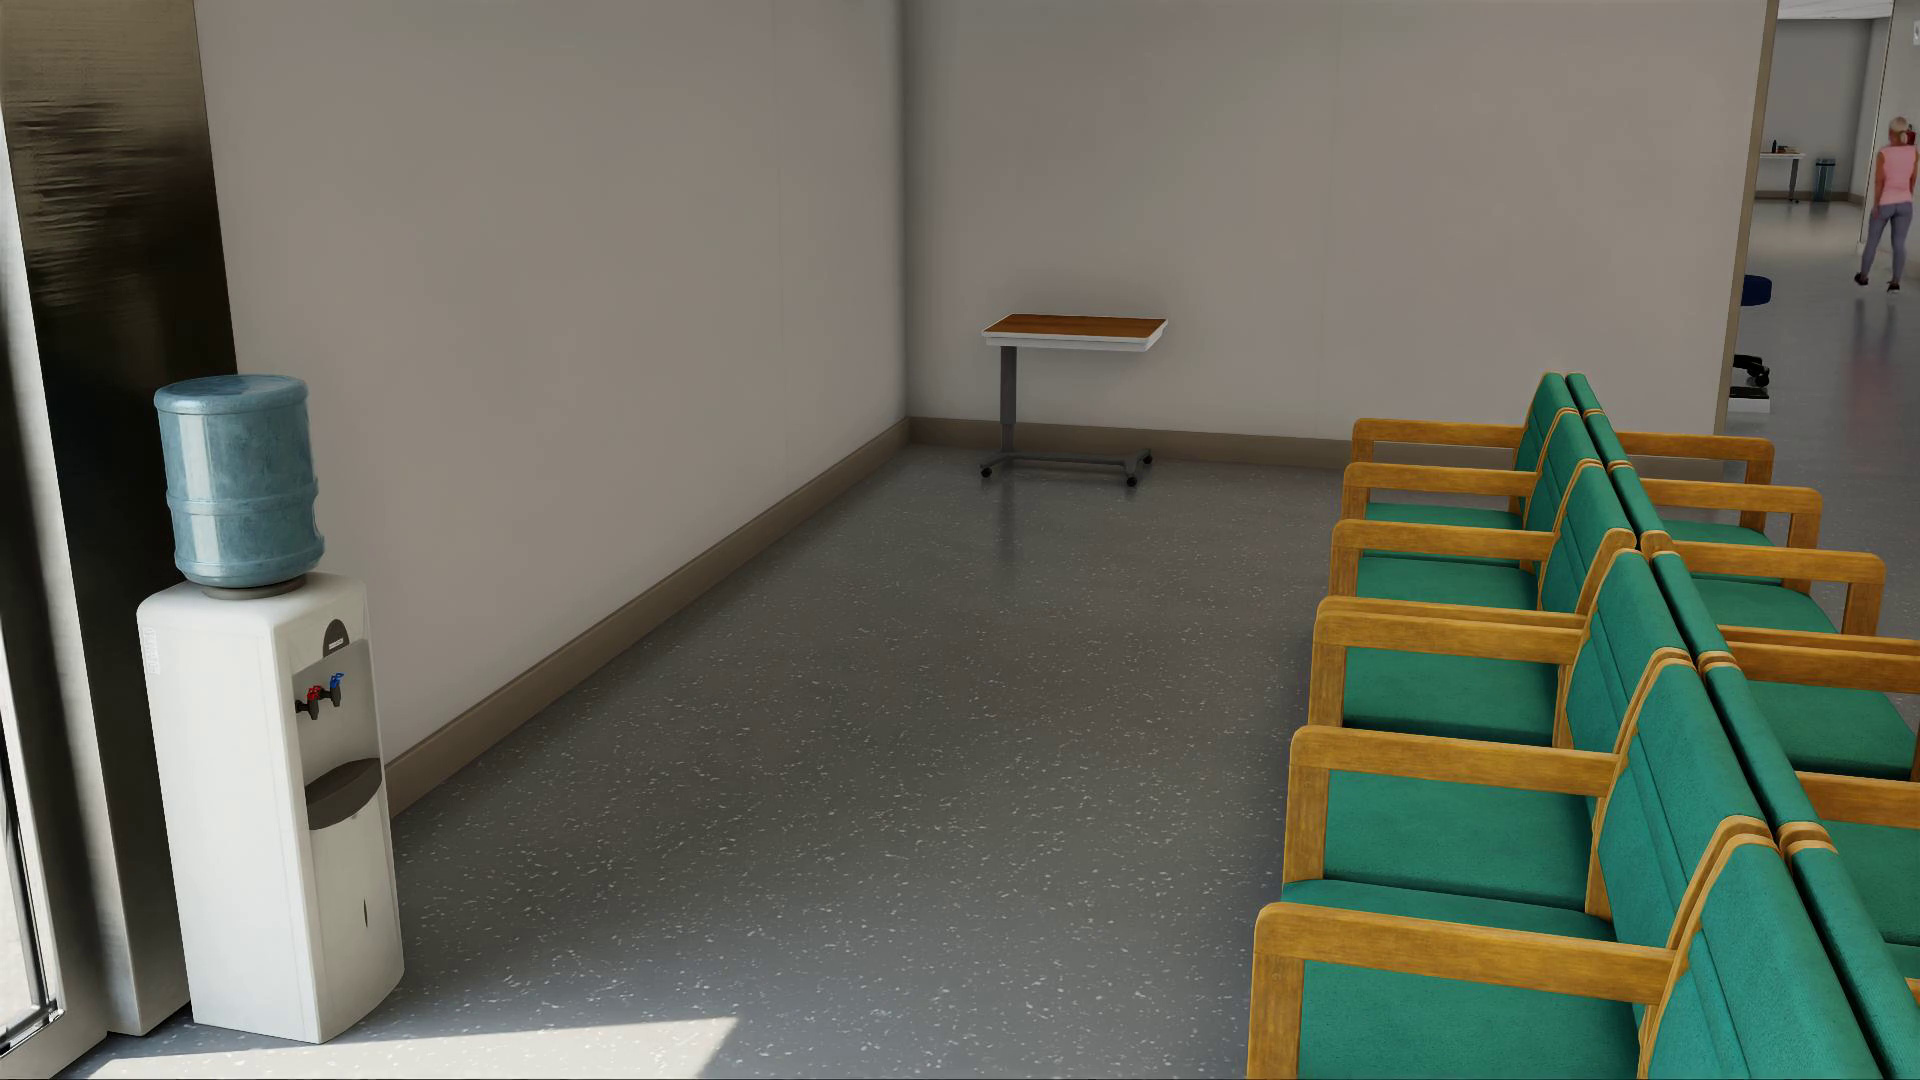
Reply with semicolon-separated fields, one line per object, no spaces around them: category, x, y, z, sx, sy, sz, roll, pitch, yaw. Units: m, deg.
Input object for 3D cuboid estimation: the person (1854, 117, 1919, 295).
person;9.088;-3.201;16.149;1.055;1.679;0.617;4;16;15
